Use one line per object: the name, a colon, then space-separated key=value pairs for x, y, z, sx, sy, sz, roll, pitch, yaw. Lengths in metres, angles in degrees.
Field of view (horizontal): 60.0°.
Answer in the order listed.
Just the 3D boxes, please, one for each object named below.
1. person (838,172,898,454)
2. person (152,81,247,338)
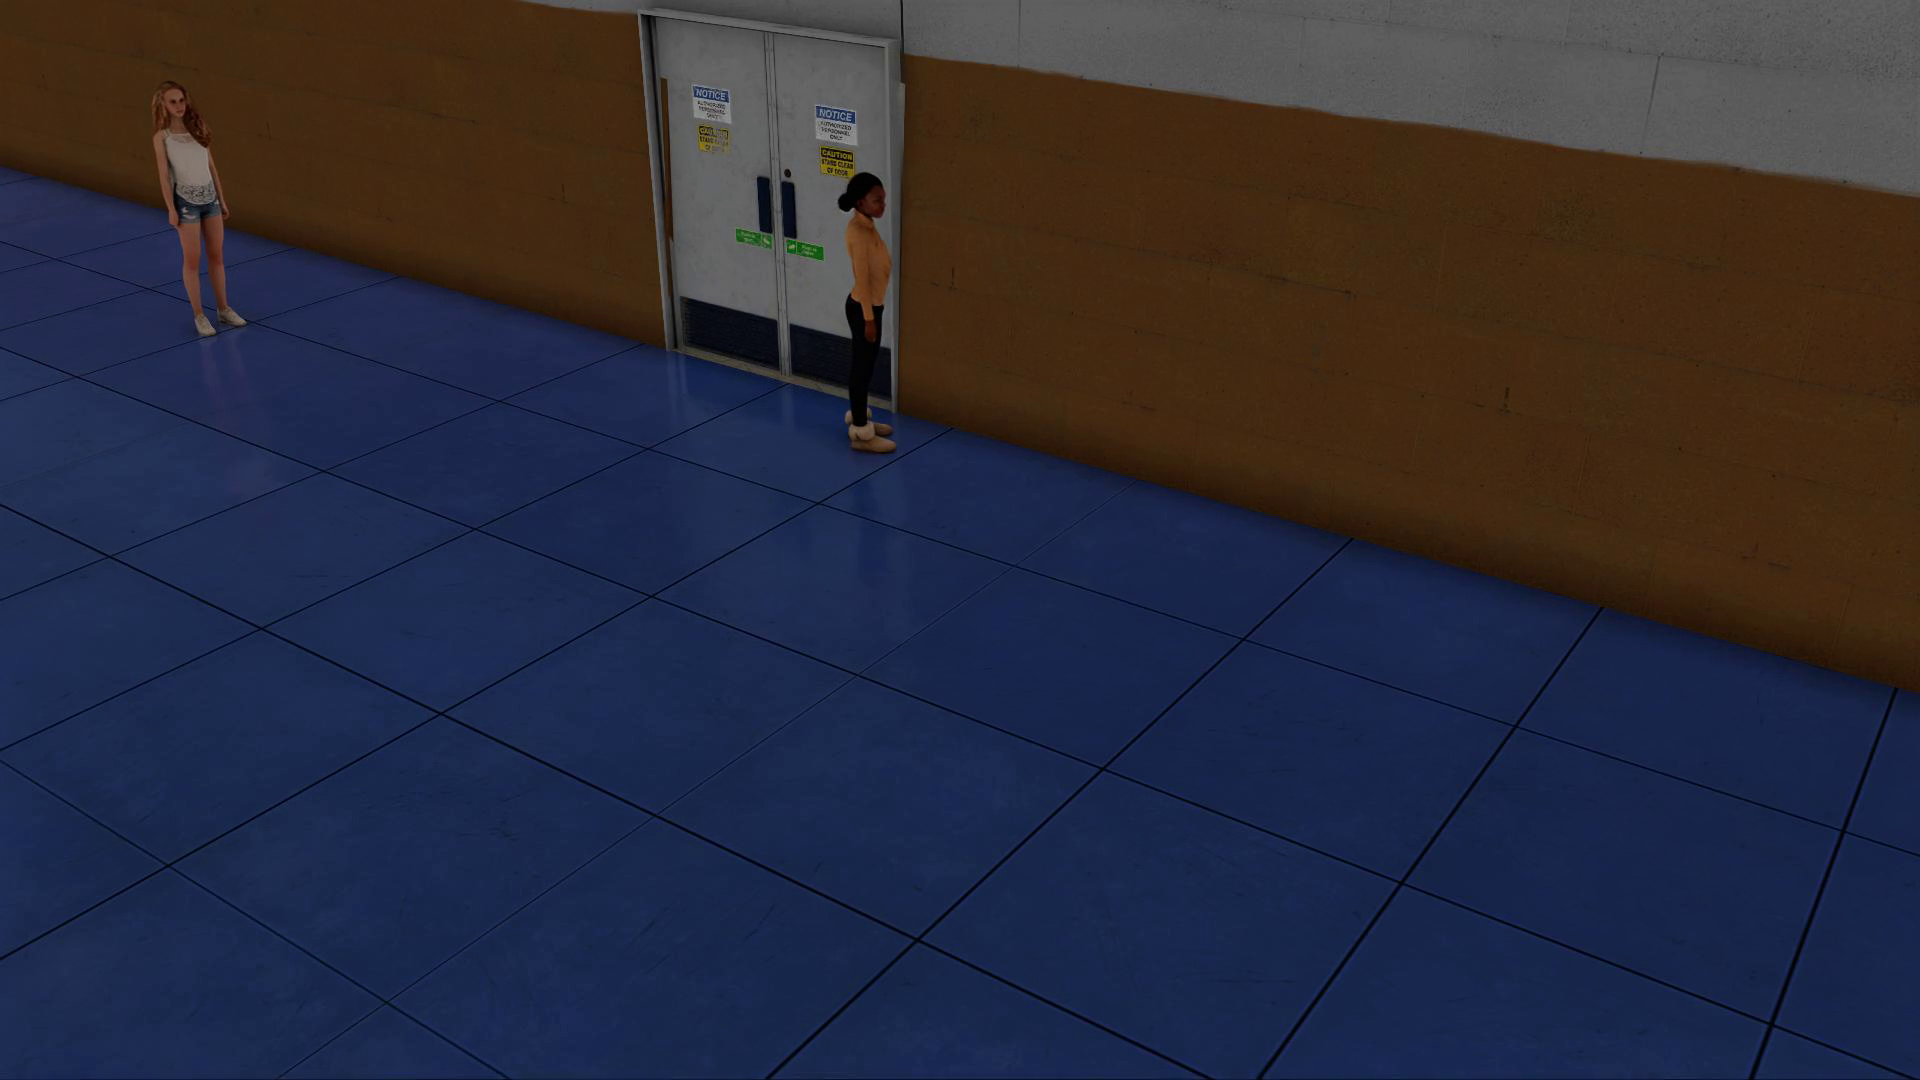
person: x=-0.570 y=-1.349 z=9.834 sx=0.751 sy=1.658 sz=0.664 roll=-1 pitch=27 yaw=-2
person: x=-5.363 y=-2.328 z=11.654 sx=0.640 sy=1.759 sz=0.439 roll=18 pitch=32 yaw=31
